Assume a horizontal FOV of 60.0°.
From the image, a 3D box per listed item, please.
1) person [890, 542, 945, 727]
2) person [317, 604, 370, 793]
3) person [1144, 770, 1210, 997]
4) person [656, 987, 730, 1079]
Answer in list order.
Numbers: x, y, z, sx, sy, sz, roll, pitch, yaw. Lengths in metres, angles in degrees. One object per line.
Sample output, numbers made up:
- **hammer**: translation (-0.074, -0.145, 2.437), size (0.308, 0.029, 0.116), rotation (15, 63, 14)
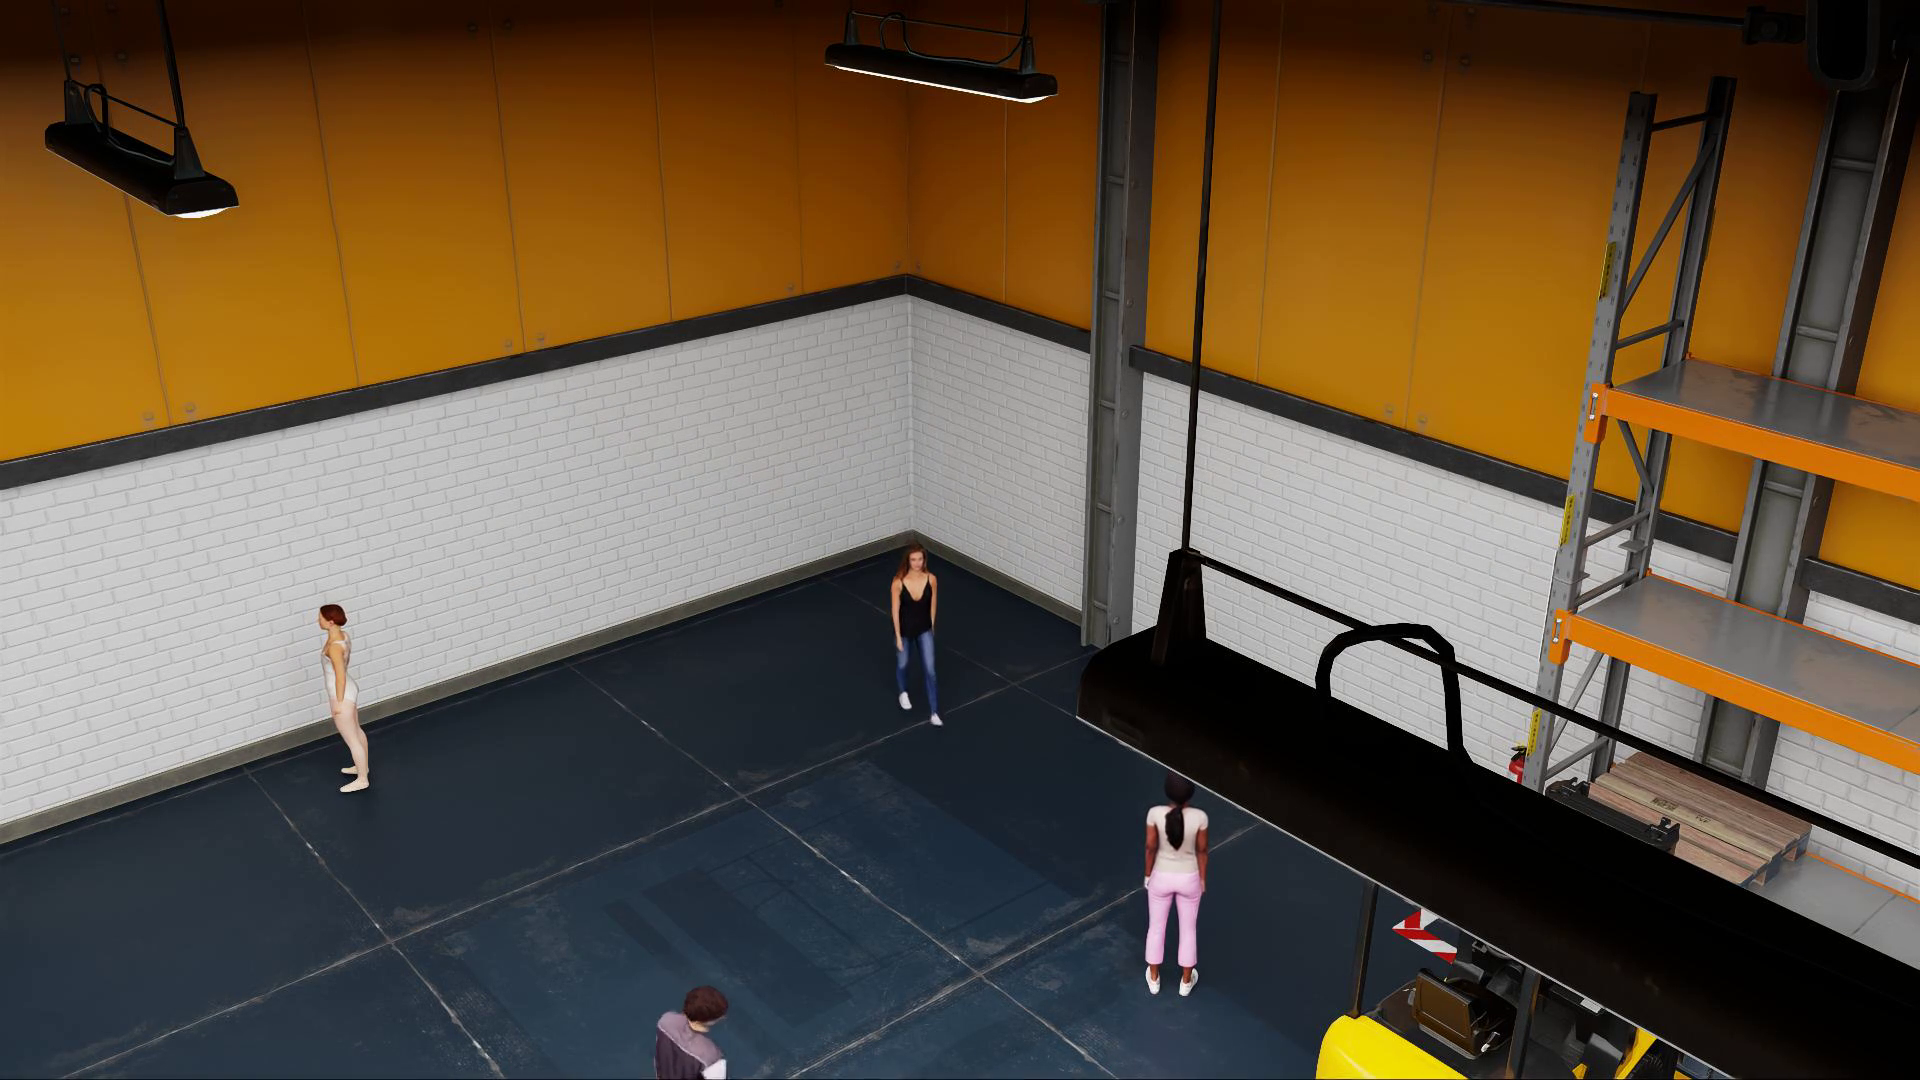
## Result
- **person**: translation (-0.431, 0.776, 14.667), size (0.884, 1.680, 1.106), rotation (-5, 24, -11)
- **person**: translation (-5.028, 1.266, 13.591), size (0.669, 1.644, 0.545), rotation (-6, 24, -14)
- **person**: translation (1.440, 2.281, 11.143), size (0.637, 1.745, 0.707), rotation (4, 24, 8)
- **person**: translation (-1.498, 3.133, 9.109), size (0.689, 1.813, 0.971), rotation (10, 26, 22)
